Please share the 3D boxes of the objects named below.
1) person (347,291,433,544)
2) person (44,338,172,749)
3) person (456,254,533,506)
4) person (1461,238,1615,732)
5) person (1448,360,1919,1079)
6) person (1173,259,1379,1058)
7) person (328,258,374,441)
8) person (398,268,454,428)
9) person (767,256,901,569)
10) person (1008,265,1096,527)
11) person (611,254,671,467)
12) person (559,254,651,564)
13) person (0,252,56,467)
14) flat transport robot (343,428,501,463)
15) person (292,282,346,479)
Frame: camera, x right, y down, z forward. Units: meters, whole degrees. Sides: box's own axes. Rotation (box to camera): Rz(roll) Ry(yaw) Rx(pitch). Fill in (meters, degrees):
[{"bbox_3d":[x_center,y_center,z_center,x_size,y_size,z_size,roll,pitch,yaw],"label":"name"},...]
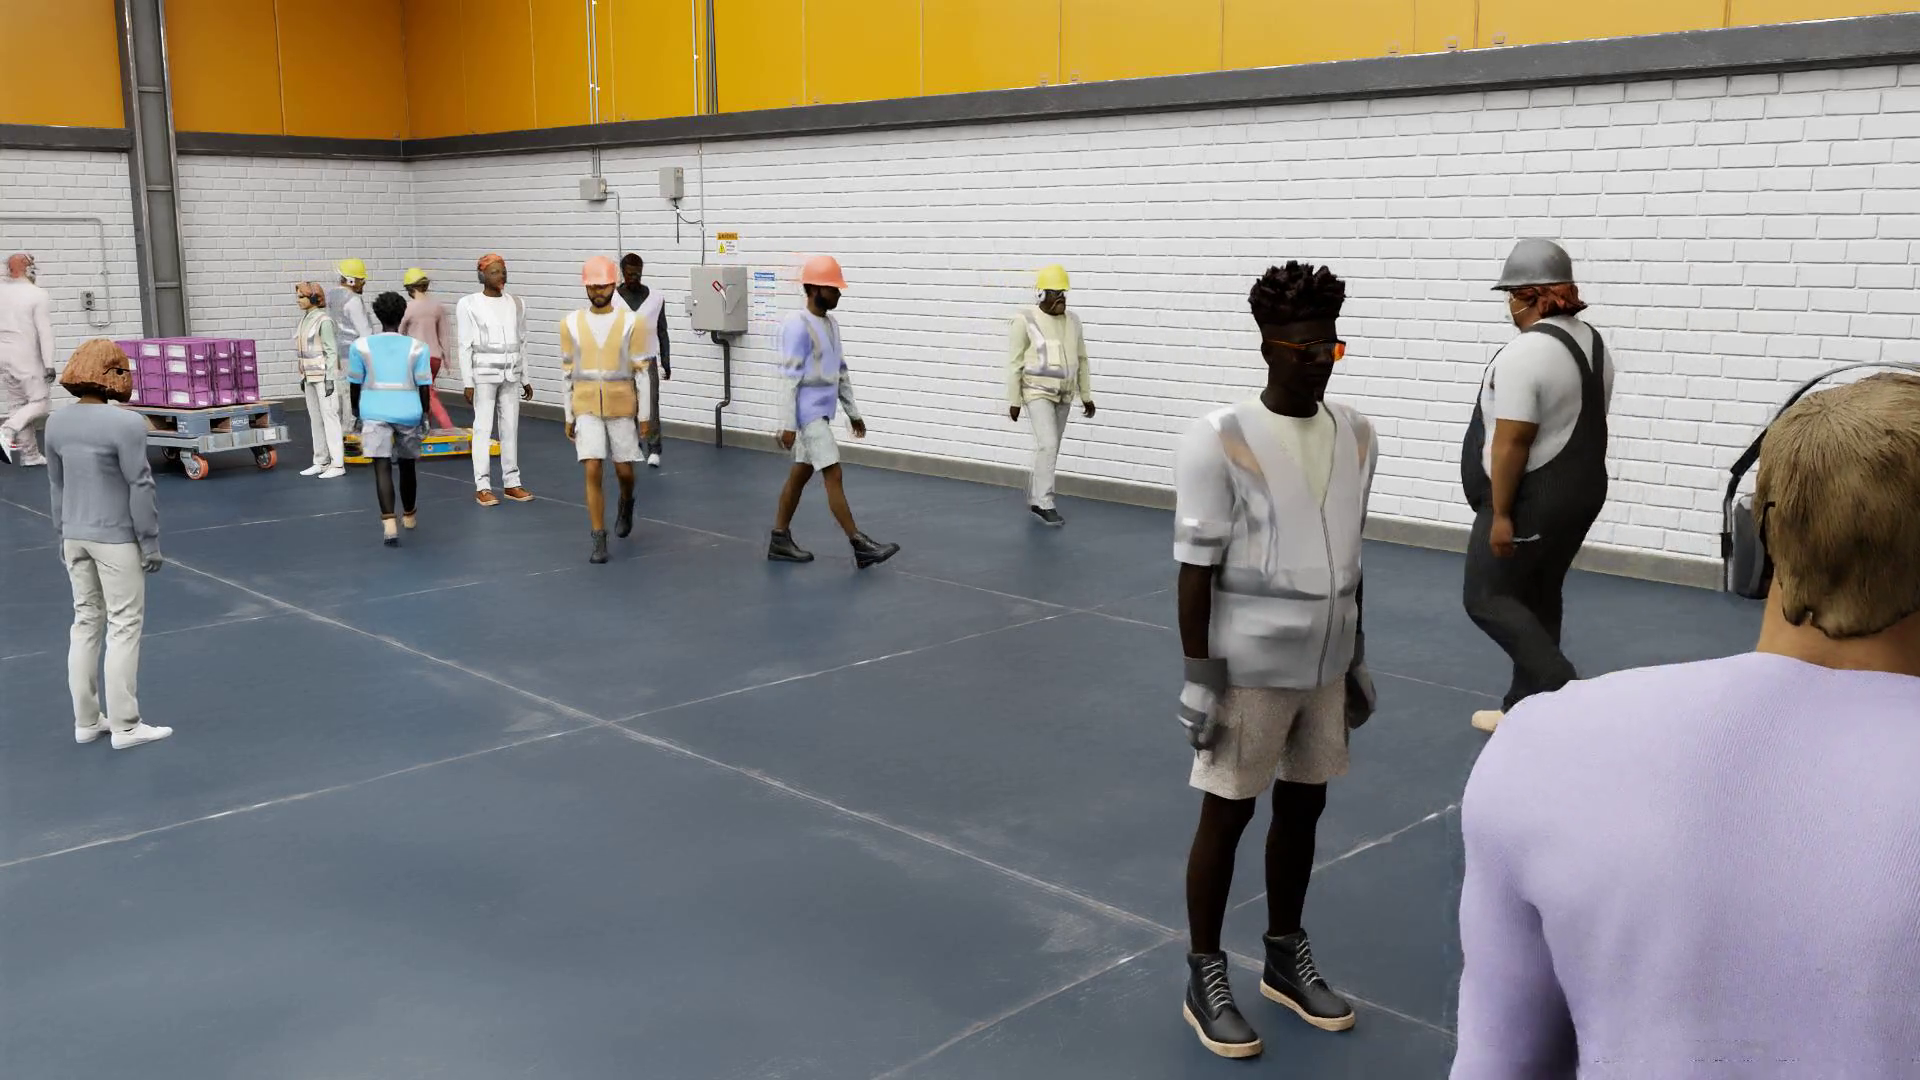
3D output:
[{"bbox_3d":[-3.782,-0.821,11.075,0.535,1.655,0.863,-4,11,-21],"label":"person"},{"bbox_3d":[-3.401,0.013,6.626,0.496,1.623,0.313,4,11,21],"label":"person"},{"bbox_3d":[-3.498,-1.208,12.558,0.355,1.884,0.575,10,14,42],"label":"person"},{"bbox_3d":[2.268,-0.177,6.509,0.686,2.000,0.635,-9,14,-40],"label":"person"},{"bbox_3d":[0.708,0.806,1.500,0.640,1.923,0.670,8,13,36],"label":"person"},{"bbox_3d":[0.796,0.293,4.148,0.612,1.963,0.361,-6,12,-29],"label":"person"},{"bbox_3d":[-5.811,-1.810,16.083,0.523,1.801,0.586,-7,12,-32],"label":"person"},{"bbox_3d":[-5.071,-1.717,15.821,0.872,1.731,0.518,7,12,32],"label":"person"},{"bbox_3d":[-0.788,-0.767,10.115,0.962,1.886,0.565,3,11,17],"label":"person"},{"bbox_3d":[0.685,-1.008,11.651,0.601,1.805,0.682,-8,13,-37],"label":"person"},{"bbox_3d":[-2.851,-1.581,14.663,0.616,1.865,0.882,-3,11,-17],"label":"person"},{"bbox_3d":[-2.230,-0.845,10.528,0.548,1.918,0.768,-1,10,-6],"label":"person"},{"bbox_3d":[-8.151,-1.532,14.339,0.681,1.881,0.686,3,11,15],"label":"person"},{"bbox_3d":[-4.912,-0.869,15.115,1.431,0.197,0.652,-6,12,-29],"label":"flat transport robot"},{"bbox_3d":[-5.367,-1.333,13.909,0.523,1.638,0.310,10,14,43],"label":"person"}]
